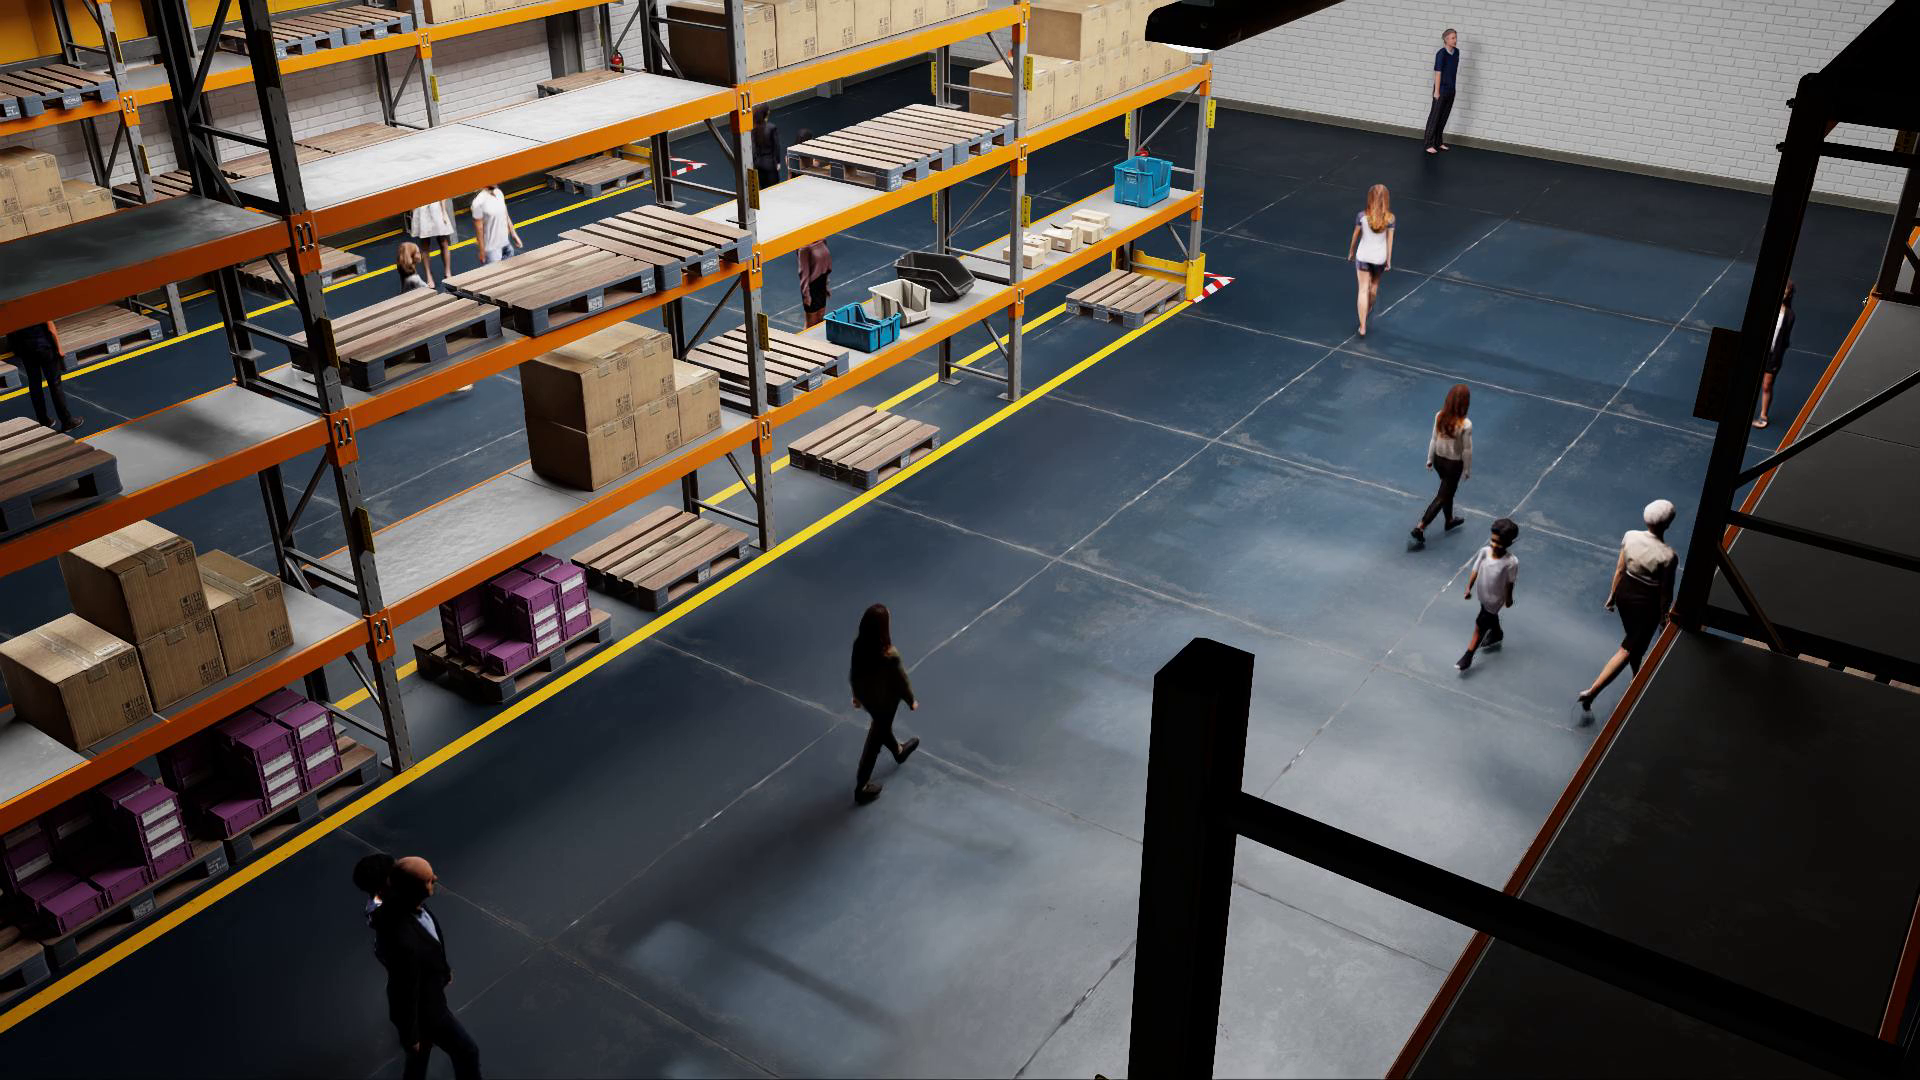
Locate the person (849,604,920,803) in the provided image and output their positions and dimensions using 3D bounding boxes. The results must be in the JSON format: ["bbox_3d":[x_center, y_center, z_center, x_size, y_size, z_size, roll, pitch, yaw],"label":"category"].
[{"bbox_3d":[-0.611,1.149,11.381,0.970,1.442,0.687,-25,37,-38],"label":"person"}]

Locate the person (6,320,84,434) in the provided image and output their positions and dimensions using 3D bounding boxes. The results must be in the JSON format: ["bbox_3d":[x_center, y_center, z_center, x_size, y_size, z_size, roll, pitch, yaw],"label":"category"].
[{"bbox_3d":[-9.271,-1.933,16.666,0.719,1.791,0.730,0,29,-1],"label":"person"}]

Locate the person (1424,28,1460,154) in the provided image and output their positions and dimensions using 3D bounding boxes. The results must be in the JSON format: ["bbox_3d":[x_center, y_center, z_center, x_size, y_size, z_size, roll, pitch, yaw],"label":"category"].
[{"bbox_3d":[7.522,-7.000,25.872,0.594,1.872,0.782,-20,34,-32],"label":"person"}]

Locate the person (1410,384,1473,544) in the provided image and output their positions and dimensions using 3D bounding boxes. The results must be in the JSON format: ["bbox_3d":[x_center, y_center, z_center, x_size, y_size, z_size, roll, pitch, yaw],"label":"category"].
[{"bbox_3d":[4.267,-0.642,14.647,1.040,1.457,0.750,-20,34,-32],"label":"person"}]

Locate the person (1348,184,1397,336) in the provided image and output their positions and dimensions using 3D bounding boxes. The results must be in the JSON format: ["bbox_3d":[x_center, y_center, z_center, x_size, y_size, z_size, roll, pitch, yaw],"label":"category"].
[{"bbox_3d":[4.703,-3.164,19.039,0.915,1.679,1.150,5,29,10],"label":"person"}]

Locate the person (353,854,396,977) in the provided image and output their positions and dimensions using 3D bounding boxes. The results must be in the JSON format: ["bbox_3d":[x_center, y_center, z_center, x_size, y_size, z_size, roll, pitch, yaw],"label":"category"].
[{"bbox_3d":[-3.212,2.300,9.469,0.592,1.251,0.563,-18,34,-30],"label":"person"}]

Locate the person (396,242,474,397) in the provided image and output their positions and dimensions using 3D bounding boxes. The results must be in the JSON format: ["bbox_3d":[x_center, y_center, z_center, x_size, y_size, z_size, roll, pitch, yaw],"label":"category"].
[{"bbox_3d":[-5.696,-2.177,17.161,1.268,1.745,0.801,-23,36,-35],"label":"person"}]

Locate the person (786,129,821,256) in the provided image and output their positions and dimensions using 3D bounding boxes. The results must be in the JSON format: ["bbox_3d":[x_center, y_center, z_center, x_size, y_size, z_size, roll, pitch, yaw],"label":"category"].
[{"bbox_3d":[-1.968,-4.395,21.256,0.698,1.717,0.647,13,31,22],"label":"person"}]

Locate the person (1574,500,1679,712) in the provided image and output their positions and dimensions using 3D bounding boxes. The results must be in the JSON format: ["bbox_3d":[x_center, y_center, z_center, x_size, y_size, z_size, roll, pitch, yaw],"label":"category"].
[{"bbox_3d":[4.923,0.535,12.216,1.181,1.720,0.962,-14,32,-24],"label":"person"}]

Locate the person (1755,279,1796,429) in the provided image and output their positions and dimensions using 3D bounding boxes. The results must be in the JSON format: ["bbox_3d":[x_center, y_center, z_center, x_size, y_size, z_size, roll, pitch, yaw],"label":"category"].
[{"bbox_3d":[8.205,-1.916,16.886,0.590,1.551,0.570,-22,36,-35],"label":"person"}]

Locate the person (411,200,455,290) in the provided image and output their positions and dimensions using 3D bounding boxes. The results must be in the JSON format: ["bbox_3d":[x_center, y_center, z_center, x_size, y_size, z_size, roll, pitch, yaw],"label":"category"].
[{"bbox_3d":[-6.500,-3.942,20.372,0.749,1.768,0.845,-12,31,-21],"label":"person"}]

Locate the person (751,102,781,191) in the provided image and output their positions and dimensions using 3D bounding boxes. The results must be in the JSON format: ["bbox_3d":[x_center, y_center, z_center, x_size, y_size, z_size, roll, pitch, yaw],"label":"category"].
[{"bbox_3d":[-2.644,-5.032,22.440,0.719,1.702,0.906,10,30,17],"label":"person"}]

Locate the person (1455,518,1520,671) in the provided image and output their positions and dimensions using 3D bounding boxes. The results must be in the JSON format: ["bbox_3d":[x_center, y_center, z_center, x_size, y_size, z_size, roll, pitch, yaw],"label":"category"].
[{"bbox_3d":[4.194,0.382,13.017,0.954,1.221,0.642,-22,36,-35],"label":"person"}]

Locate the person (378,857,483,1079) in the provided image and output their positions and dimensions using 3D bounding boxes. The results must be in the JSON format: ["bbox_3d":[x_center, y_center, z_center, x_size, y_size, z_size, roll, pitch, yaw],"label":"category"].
[{"bbox_3d":[-2.905,2.423,8.693,1.040,1.779,0.965,-9,30,-15],"label":"person"}]
